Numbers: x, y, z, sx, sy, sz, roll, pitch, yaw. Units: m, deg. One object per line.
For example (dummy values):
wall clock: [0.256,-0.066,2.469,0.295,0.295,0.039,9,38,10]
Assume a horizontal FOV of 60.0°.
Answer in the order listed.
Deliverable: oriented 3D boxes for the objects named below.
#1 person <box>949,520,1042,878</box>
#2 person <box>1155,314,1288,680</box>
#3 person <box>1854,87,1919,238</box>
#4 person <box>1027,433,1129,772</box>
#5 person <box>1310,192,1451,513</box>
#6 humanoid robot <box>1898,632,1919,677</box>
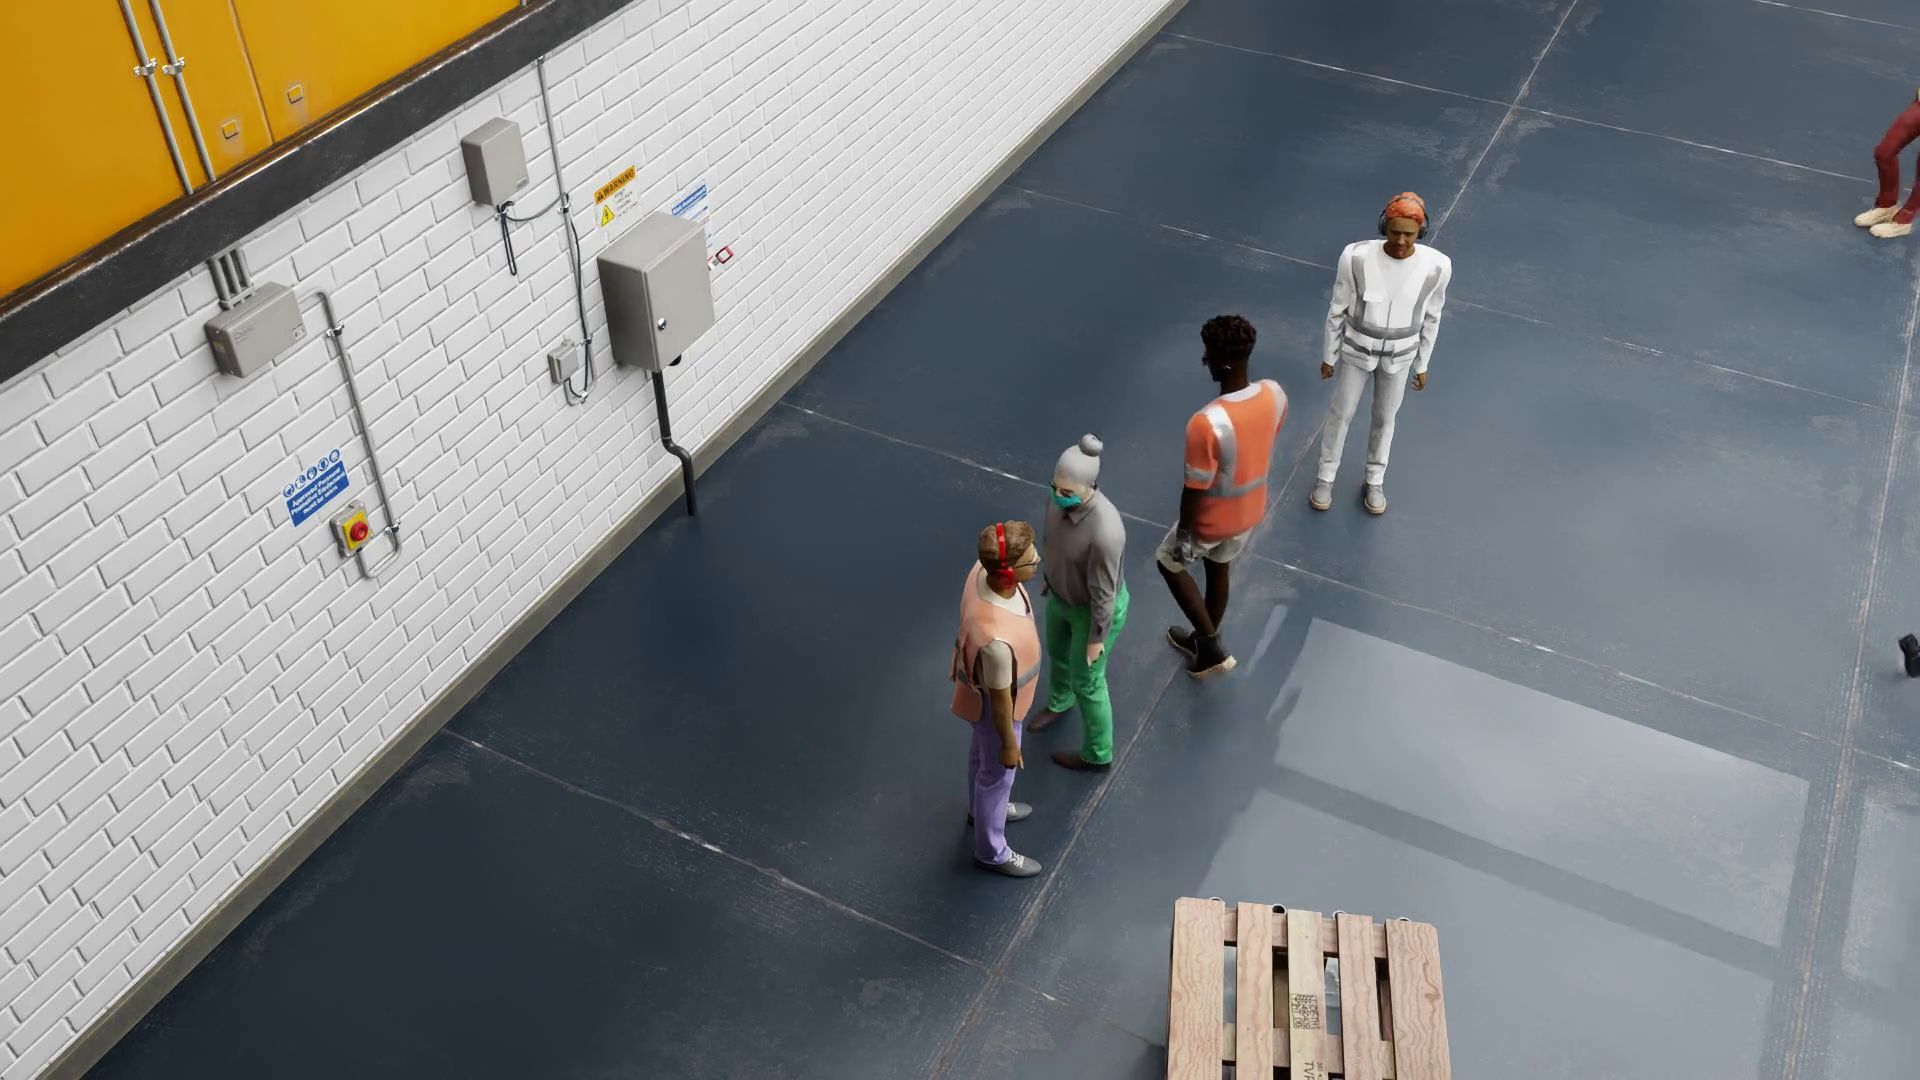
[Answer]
person: [0.152,0.657,6.866,0.391,1.849,0.563,-3,41,-3]
person: [1.198,-0.164,7.746,0.636,1.939,0.467,-28,48,-29]
person: [6.363,-2.773,10.912,0.515,1.757,0.493,-9,42,-10]
person: [0.525,0.259,7.341,0.372,1.837,0.543,-18,44,-20]
person: [2.182,-0.957,8.713,0.573,1.882,0.356,5,41,6]
humanoid robot: [4.922,0.124,7.633,0.586,1.640,0.623,-31,50,-31]
